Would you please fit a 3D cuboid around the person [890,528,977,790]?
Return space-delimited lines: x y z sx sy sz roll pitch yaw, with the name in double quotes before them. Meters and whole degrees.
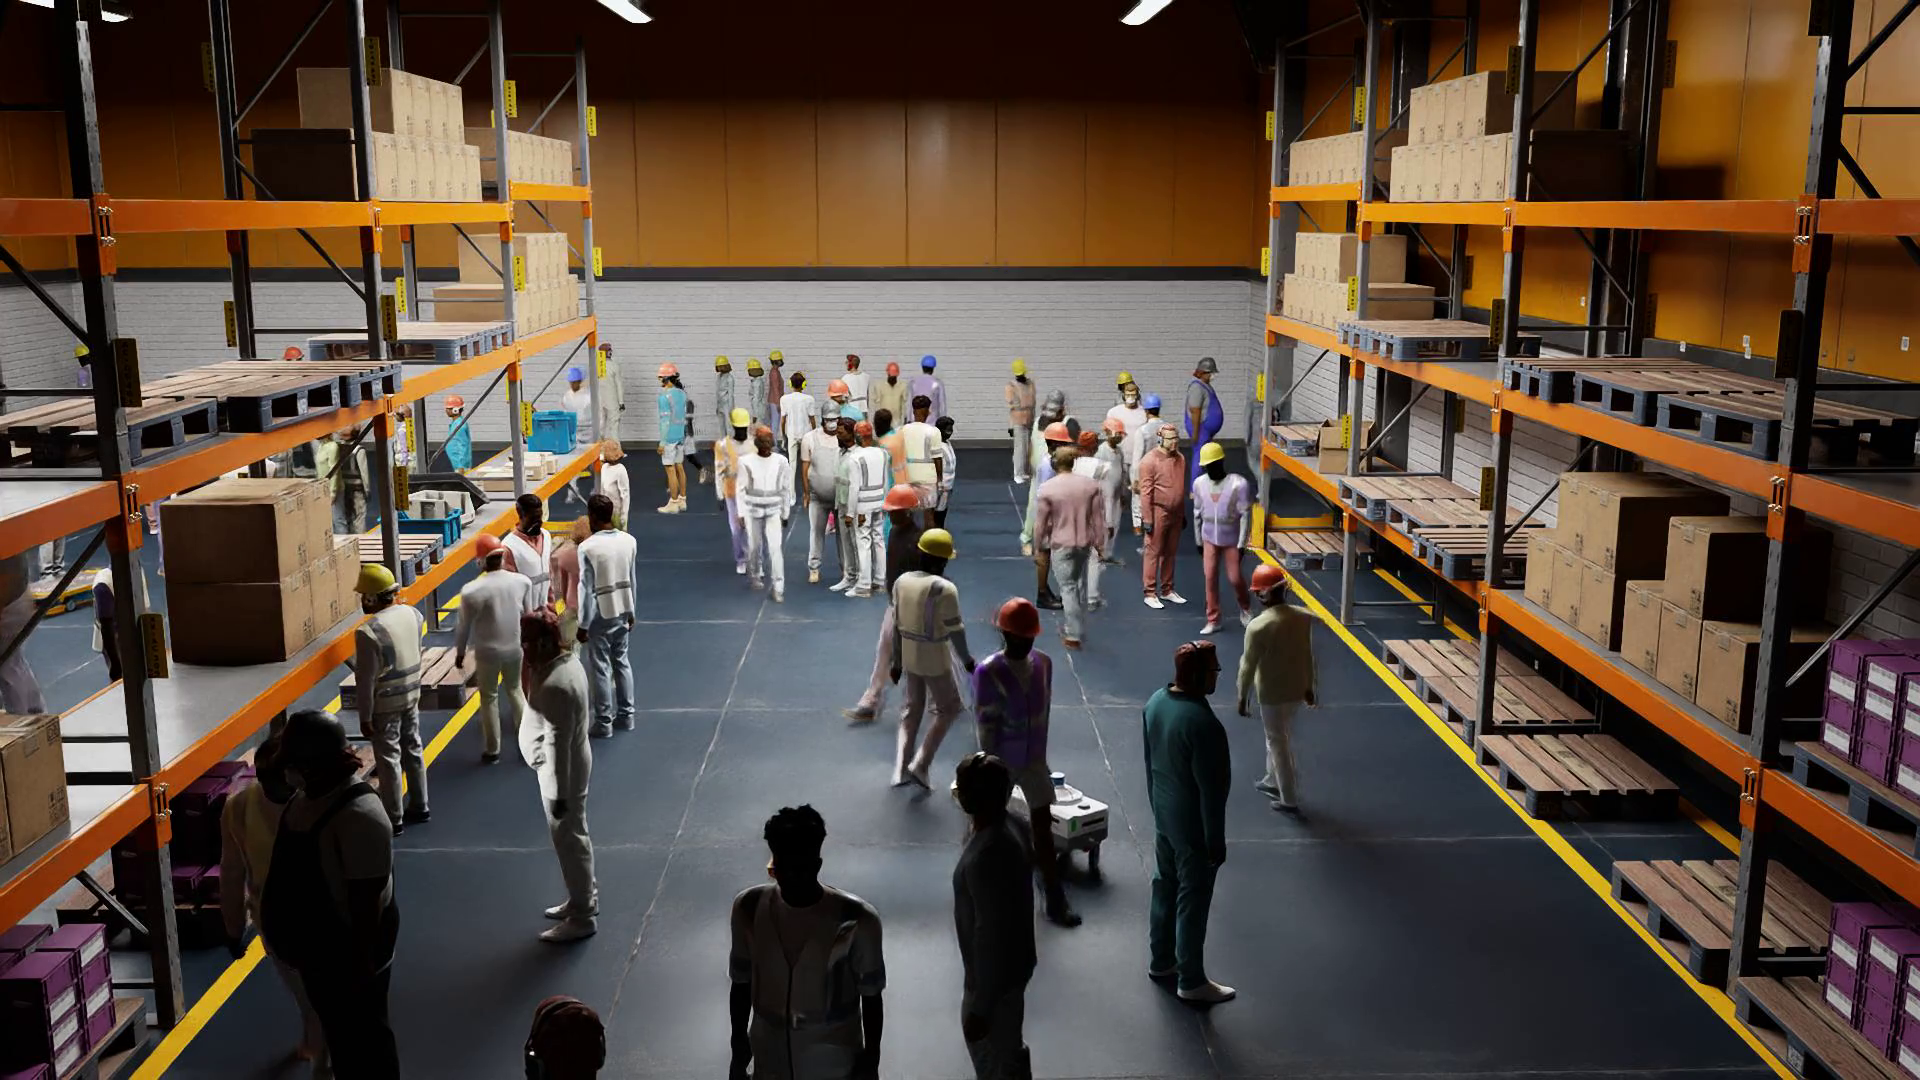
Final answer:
"person" -0.231 0.849 11.731 0.529 1.894 0.597 -11 16 -44

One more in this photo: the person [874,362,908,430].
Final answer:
"person" -1.086 -1.981 26.380 0.570 1.723 0.494 -3 12 -13

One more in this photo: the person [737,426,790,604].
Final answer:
"person" -2.093 -0.296 17.700 0.579 1.845 0.919 -2 12 -12

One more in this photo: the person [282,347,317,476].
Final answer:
"person" -10.227 -1.996 25.764 0.391 1.989 0.623 -6 13 -26

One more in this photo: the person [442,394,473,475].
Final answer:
"person" -6.427 -0.992 21.327 0.338 1.752 0.564 -4 12 -19

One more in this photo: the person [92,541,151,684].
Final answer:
"person" -6.076 0.811 12.097 0.388 1.837 0.560 0 11 -2

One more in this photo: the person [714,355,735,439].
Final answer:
"person" -3.861 -2.155 27.211 0.324 1.737 0.485 -8 14 -35

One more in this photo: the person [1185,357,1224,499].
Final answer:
"person" 3.481 -1.605 23.681 0.534 2.000 0.696 4 12 17

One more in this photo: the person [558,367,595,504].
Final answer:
"person" -5.352 -1.509 23.547 0.619 1.910 0.939 1 11 7

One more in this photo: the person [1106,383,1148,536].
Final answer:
"person" 2.141 -1.011 20.956 0.627 1.940 0.372 1 11 5

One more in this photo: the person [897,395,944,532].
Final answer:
"person" -0.460 -0.718 19.440 0.603 1.958 0.380 5 12 23

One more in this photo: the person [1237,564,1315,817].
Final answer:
"person" 2.107 1.005 11.390 0.572 1.714 0.714 -8 14 -33

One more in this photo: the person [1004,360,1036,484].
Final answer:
"person" 0.948 -1.792 25.049 0.754 1.876 0.436 -11 16 -43

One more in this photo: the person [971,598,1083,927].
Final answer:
"person" 0.323 1.262 9.764 0.549 1.900 0.969 -6 13 -28

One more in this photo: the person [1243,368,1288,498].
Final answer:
"person" 4.310 -1.471 23.441 0.645 1.882 0.579 -3 12 -14

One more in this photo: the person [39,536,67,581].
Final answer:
"person" -9.924 -0.364 18.256 0.378 1.731 0.490 0 11 2

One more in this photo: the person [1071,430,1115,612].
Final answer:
"person" 1.292 -0.194 17.056 0.601 1.877 0.434 7 13 30

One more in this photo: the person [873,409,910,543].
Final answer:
"person" -0.768 -0.578 18.975 0.369 1.879 0.690 2 12 11

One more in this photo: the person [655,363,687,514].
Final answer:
"person" -3.926 -1.378 22.533 0.373 2.043 0.615 4 12 18

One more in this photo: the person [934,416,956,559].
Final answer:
"person" -0.210 -0.623 19.634 0.320 1.692 0.531 3 12 16

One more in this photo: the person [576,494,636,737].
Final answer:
"person" -2.749 0.589 13.024 0.398 1.909 0.599 7 13 30

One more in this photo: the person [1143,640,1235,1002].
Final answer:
"person" 1.215 1.451 8.694 0.408 1.906 0.652 -5 12 -22

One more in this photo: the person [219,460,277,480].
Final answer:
"person" -7.253 -0.179 17.051 0.560 1.836 0.394 -8 14 -36

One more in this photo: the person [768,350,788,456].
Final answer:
"person" -3.056 -2.285 27.773 0.309 1.772 0.523 -2 11 -11

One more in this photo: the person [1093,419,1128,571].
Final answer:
"person" 1.700 -0.516 19.048 0.337 1.720 0.633 8 14 33

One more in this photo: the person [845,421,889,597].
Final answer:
"person" -0.995 -0.334 17.693 0.355 1.887 0.573 9 14 38

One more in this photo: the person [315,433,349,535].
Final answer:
"person" -7.282 -0.567 19.191 0.337 1.762 0.522 -9 14 -37

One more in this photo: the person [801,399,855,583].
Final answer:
"person" -1.405 -0.536 18.317 0.675 2.000 0.537 -2 11 -8

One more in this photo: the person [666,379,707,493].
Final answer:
"person" -4.050 -1.552 24.348 0.529 1.667 0.723 5 12 23

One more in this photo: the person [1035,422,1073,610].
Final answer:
"person" 0.969 -0.255 17.179 0.377 1.932 0.552 1 11 7

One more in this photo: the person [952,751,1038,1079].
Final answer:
"person" 0.131 1.803 6.856 0.369 1.936 0.630 2 11 11

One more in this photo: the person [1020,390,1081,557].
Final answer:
"person" 1.075 -0.813 19.708 0.709 2.000 0.546 6 13 28

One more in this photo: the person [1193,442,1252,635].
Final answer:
"person" 2.551 -0.026 16.135 0.605 1.895 0.674 6 13 29

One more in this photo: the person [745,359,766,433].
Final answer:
"person" -3.255 -2.023 26.542 0.320 1.737 0.485 0 11 -2

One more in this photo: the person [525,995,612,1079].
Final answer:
"person" -1.112 2.232 4.822 0.403 1.895 0.647 11 16 44

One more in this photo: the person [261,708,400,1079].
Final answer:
"person" -2.717 1.690 7.159 0.684 2.000 0.536 11 16 44

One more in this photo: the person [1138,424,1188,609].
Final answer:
"person" 2.135 -0.254 17.243 0.643 1.909 0.409 -10 15 -42

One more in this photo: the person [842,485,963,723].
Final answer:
"person" -0.416 0.511 13.341 1.089 1.936 0.629 -7 13 -31

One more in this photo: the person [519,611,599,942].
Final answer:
"person" -2.282 1.321 9.403 0.394 1.892 0.640 -2 11 -9

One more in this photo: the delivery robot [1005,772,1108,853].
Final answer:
"delivery robot" 0.609 1.716 10.532 0.477 0.478 0.707 -9 14 -37

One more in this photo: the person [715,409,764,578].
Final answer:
"person" -2.423 -0.504 18.521 0.588 1.892 0.848 -2 11 -10

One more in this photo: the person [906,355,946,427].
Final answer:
"person" -0.528 -1.840 25.185 0.624 1.916 0.800 3 12 16

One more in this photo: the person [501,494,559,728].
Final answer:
"person" -3.412 0.567 13.142 0.393 1.908 0.597 4 12 19

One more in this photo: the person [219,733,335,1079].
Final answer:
"person" -3.050 1.709 7.734 0.653 1.788 0.959 -1 11 -4

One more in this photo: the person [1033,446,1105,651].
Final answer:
"person" 0.984 0.063 15.658 0.650 1.902 0.751 -5 13 -25

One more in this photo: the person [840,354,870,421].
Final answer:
"person" -1.639 -1.978 26.027 0.383 1.849 0.570 10 15 41

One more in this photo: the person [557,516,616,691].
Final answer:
"person" -3.105 0.578 13.872 0.501 1.587 0.859 1 11 6

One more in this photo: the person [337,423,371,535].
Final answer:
"person" -7.134 -0.581 19.555 0.523 1.638 0.310 6 13 28

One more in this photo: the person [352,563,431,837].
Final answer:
"person" -3.758 1.048 10.936 0.403 1.827 0.594 4 12 19

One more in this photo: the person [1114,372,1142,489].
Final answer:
"person" 2.450 -1.617 24.521 0.494 1.730 0.324 10 15 41

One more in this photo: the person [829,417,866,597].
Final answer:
"person" -1.150 -0.363 17.762 0.373 1.916 0.596 -7 13 -33

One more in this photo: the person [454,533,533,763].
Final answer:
"person" -3.465 0.799 12.383 0.422 1.737 0.573 11 16 44

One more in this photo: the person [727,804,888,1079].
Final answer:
"person" -0.582 1.917 6.209 0.614 1.962 0.366 3 12 14

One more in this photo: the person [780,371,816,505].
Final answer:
"person" -2.231 -1.405 23.107 0.513 1.872 0.328 1 11 5

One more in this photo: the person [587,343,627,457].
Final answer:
"person" -5.820 -2.299 27.500 0.641 1.908 0.407 4 12 18

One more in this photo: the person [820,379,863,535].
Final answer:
"person" -1.516 -1.037 20.967 0.608 1.987 0.391 5 12 22

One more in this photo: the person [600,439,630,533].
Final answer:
"person" -3.759 -0.285 18.086 0.268 1.632 0.507 -9 14 -38

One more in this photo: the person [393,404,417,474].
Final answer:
"person" -7.062 -0.925 21.281 0.312 1.639 0.518 -1 11 -4

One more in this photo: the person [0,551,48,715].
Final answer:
"person" -7.396 0.568 12.784 0.534 2.000 0.766 -5 13 -26

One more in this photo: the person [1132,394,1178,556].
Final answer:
"person" 2.301 -0.766 19.739 0.637 1.936 0.442 -6 13 -28
